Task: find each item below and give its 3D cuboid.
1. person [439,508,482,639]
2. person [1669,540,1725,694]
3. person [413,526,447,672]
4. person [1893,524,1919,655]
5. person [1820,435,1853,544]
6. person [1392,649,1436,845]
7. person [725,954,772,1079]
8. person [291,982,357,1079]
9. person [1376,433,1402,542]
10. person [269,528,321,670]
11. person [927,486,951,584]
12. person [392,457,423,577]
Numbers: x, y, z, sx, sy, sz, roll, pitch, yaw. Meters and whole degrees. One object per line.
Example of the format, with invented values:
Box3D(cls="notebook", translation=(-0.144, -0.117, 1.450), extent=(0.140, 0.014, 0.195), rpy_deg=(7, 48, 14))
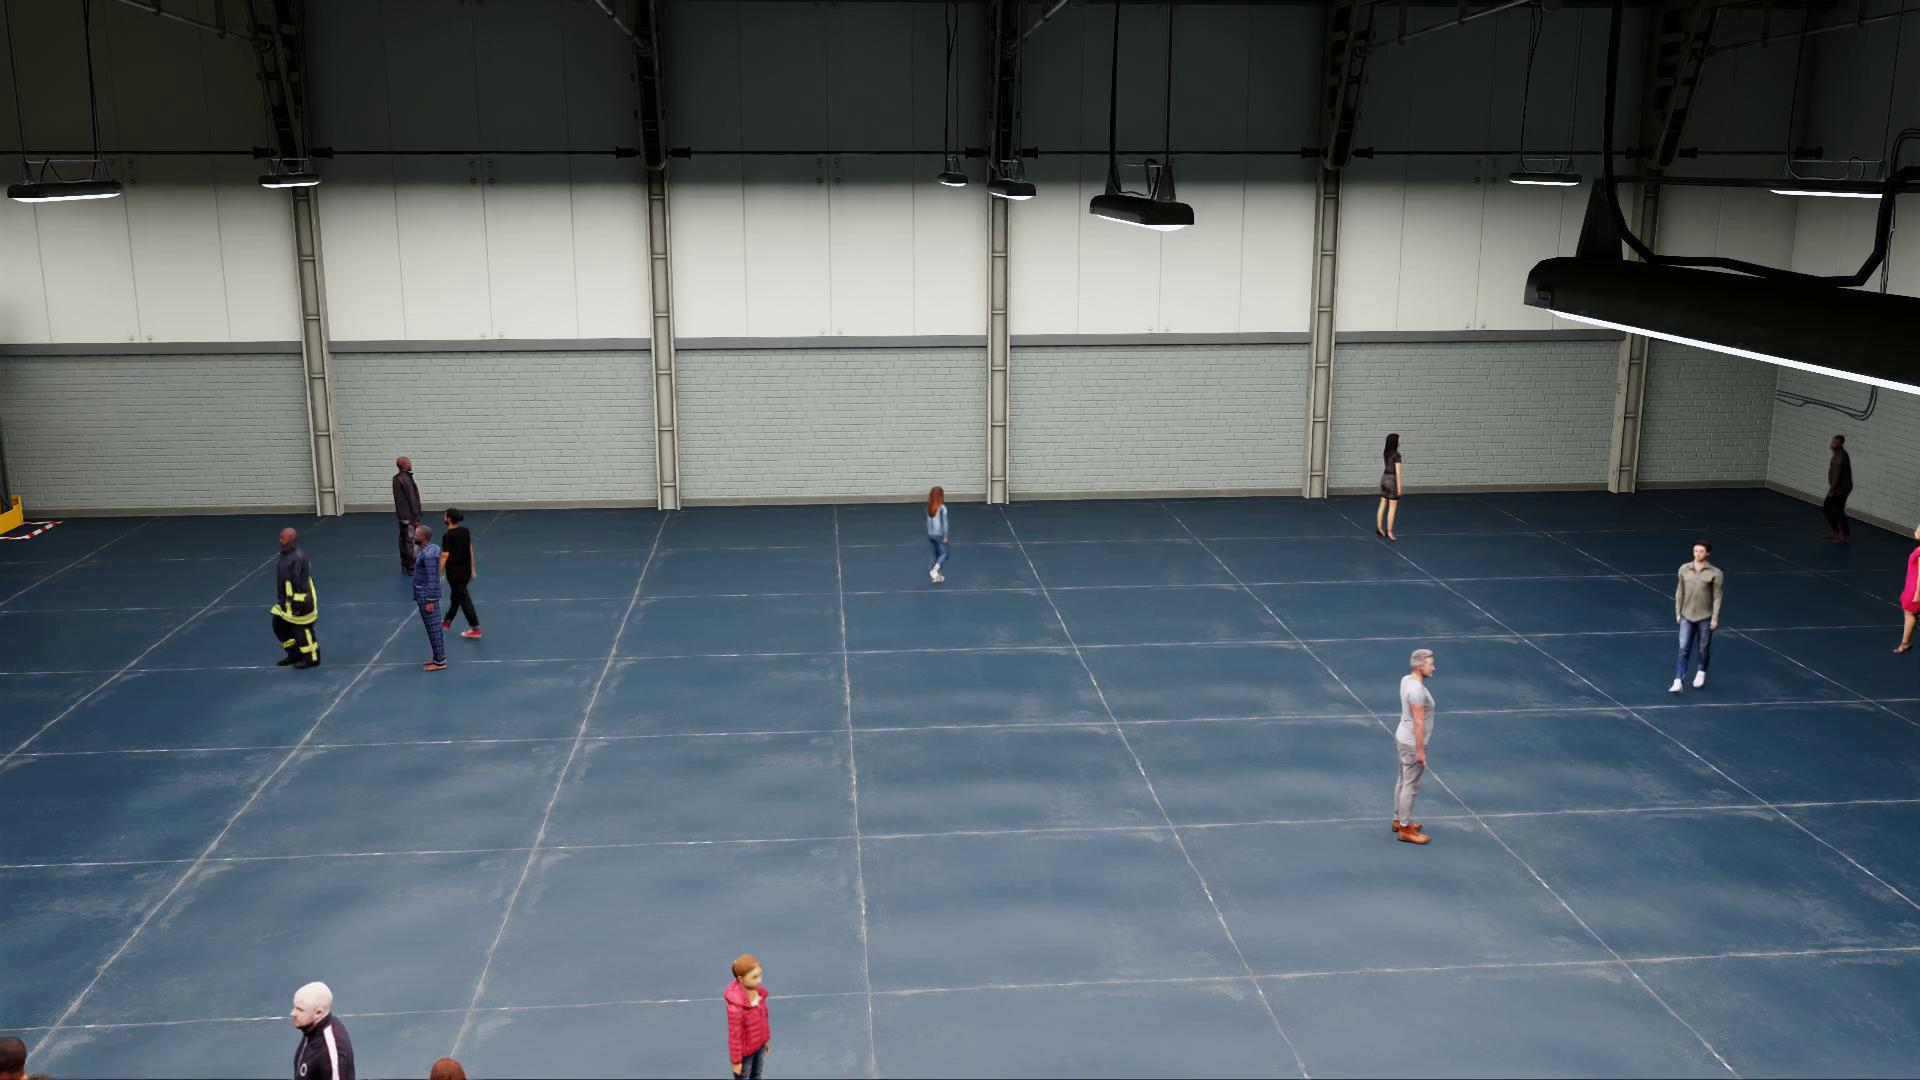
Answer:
Box3D(cls="person", translation=(-6.534, 0.463, 21.941), extent=(1.156, 1.720, 0.893), rpy_deg=(4, 14, 16))
Box3D(cls="person", translation=(8.812, 0.917, 19.765), extent=(1.183, 1.818, 1.245), rpy_deg=(11, 17, 39))
Box3D(cls="person", translation=(-6.595, 0.703, 20.674), extent=(0.652, 1.823, 0.716), rpy_deg=(-3, 13, -14))
Box3D(cls="person", translation=(12.293, 0.640, 21.187), extent=(0.940, 1.714, 0.846), rpy_deg=(8, 15, 31))
Box3D(cls="person", translation=(14.503, -0.818, 27.300), extent=(0.881, 1.798, 0.853), rpy_deg=(7, 15, 29))
Box3D(cls="person", translation=(4.213, 1.894, 15.523), extent=(0.605, 1.826, 0.726), rpy_deg=(1, 13, 4))
Box3D(cls="person", translation=(-1.379, 3.268, 10.727), extent=(0.623, 1.314, 0.582), rpy_deg=(8, 15, 30))
Box3D(cls="person", translation=(-3.460, 3.325, 9.392), extent=(1.171, 1.806, 1.006), rpy_deg=(-8, 15, -32))
Box3D(cls="person", translation=(7.139, -0.892, 27.637), extent=(0.587, 1.789, 0.628), rpy_deg=(-5, 14, -22))
Box3D(cls="person", translation=(-8.178, 0.705, 20.702), extent=(0.965, 1.807, 0.918), rpy_deg=(-11, 17, -40))
Box3D(cls="person", translation=(-0.384, -0.062, 24.764), extent=(0.734, 1.469, 0.794), rpy_deg=(10, 17, 38))
Box3D(cls="person", translation=(-8.434, -0.382, 25.356), extent=(0.830, 1.825, 0.792), rpy_deg=(-13, 18, -43))
